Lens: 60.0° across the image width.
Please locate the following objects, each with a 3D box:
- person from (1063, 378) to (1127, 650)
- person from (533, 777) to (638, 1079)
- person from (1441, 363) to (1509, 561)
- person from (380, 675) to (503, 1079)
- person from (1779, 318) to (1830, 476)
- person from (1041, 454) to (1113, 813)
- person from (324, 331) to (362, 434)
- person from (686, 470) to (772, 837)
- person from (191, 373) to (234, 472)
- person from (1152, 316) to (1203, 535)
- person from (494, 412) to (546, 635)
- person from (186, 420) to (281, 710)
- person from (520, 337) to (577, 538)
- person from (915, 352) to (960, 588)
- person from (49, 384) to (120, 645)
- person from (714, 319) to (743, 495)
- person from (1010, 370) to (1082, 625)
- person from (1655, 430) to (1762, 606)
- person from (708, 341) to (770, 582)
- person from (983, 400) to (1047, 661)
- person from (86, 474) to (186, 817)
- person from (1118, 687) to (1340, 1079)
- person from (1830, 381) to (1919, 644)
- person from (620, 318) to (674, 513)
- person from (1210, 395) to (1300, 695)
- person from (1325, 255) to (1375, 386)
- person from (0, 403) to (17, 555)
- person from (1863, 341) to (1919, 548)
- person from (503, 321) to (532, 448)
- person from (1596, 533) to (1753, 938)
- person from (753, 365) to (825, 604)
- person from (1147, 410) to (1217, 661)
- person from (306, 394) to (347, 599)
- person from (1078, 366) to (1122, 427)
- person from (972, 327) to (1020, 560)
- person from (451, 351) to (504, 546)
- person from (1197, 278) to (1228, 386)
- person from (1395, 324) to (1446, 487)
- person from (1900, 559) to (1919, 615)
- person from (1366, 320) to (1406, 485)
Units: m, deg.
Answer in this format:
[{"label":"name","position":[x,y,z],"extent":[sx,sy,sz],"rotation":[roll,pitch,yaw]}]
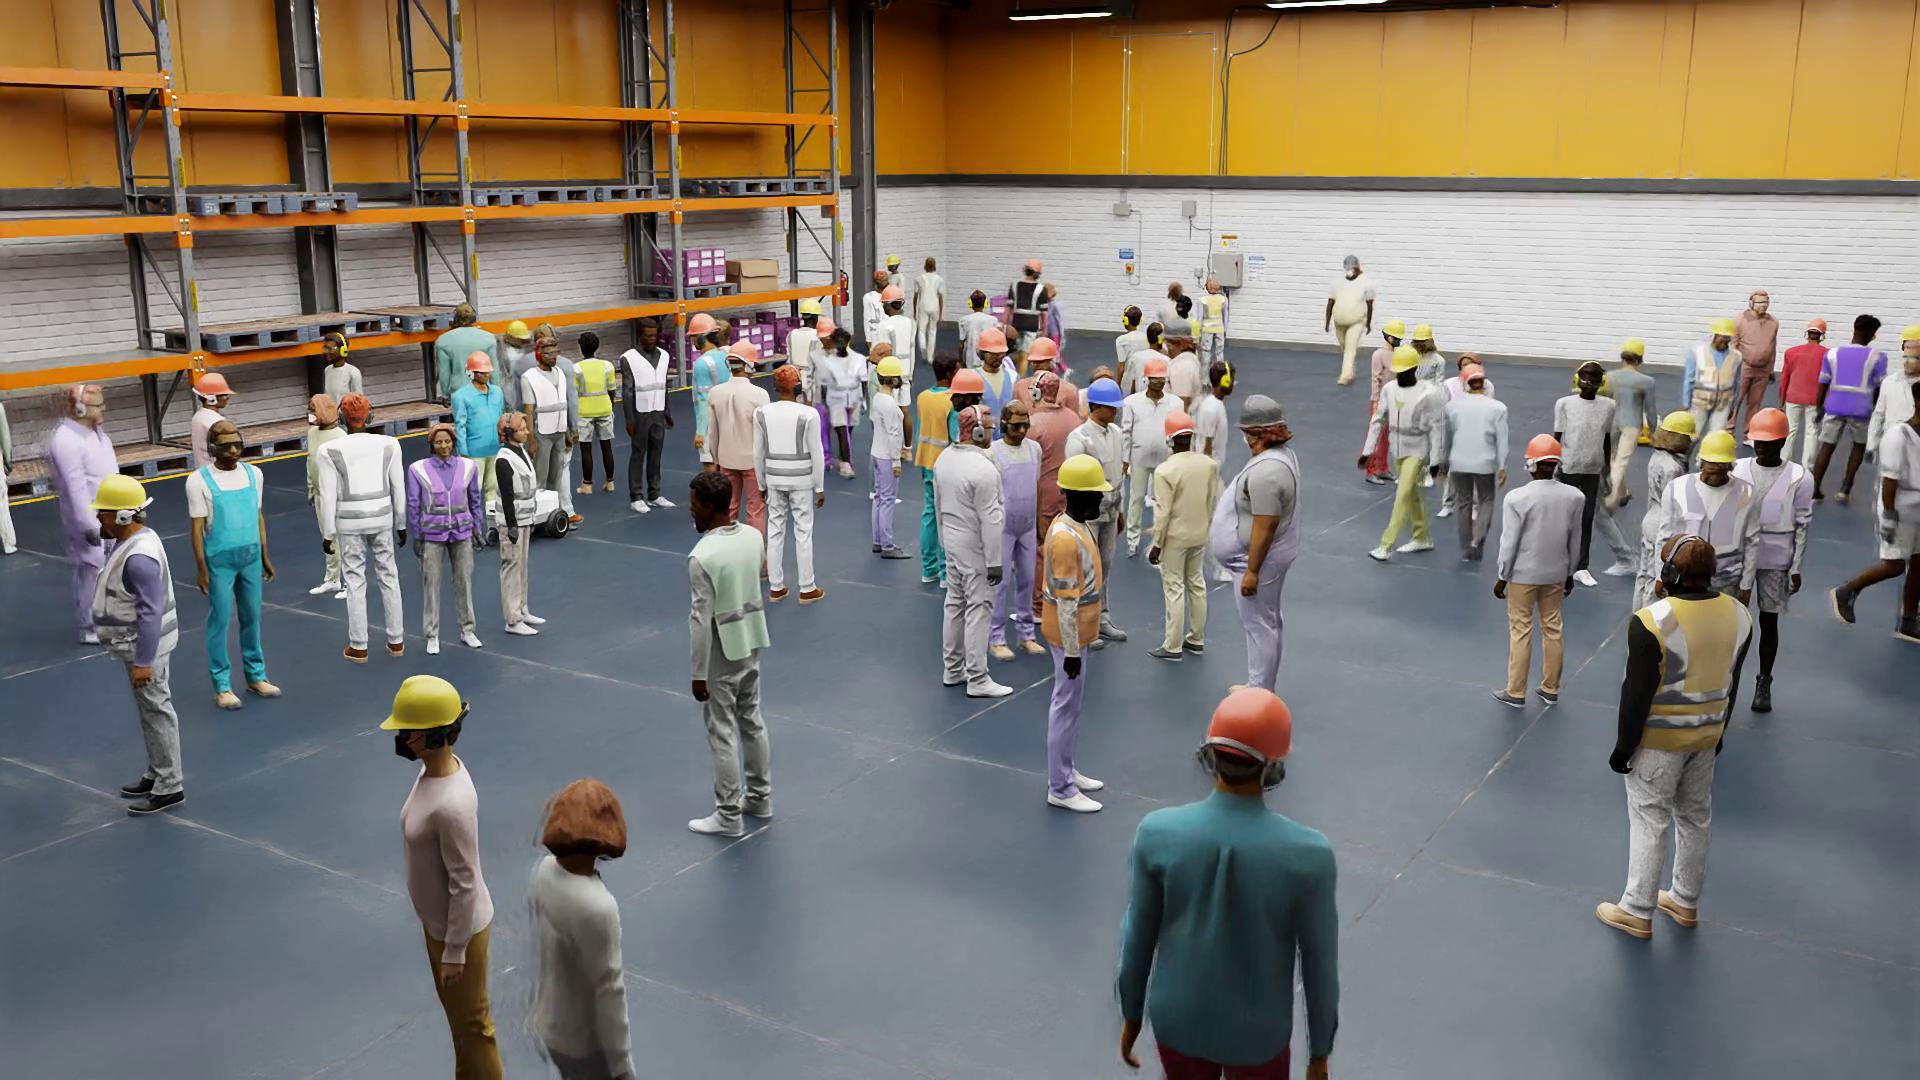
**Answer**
[{"label":"person","position":[0.978,-0.190,11.856],"extent":[0.417,1.940,0.607],"rotation":[11,17,39]},{"label":"person","position":[-1.231,1.531,5.116],"extent":[0.566,1.613,0.520],"rotation":[-8,15,-30]},{"label":"person","position":[4.451,-0.666,14.404],"extent":[0.579,1.720,0.383],"rotation":[7,15,26]},{"label":"person","position":[-1.769,1.313,5.715],"extent":[0.312,1.768,0.522],"rotation":[-6,14,-26]},{"label":"person","position":[9.287,-1.556,18.224],"extent":[0.576,1.737,0.355],"rotation":[9,15,33]},{"label":"person","position":[0.623,0.490,8.930],"extent":[0.366,1.926,0.593],"rotation":[2,13,7]},{"label":"person","position":[-5.778,-1.014,15.570],"extent":[0.518,1.876,0.326],"rotation":[8,15,31]},{"label":"person","position":[-1.187,0.585,8.562],"extent":[0.384,1.910,0.594],"rotation":[6,14,25]},{"label":"person","position":[-6.029,-0.487,13.546],"extent":[0.342,1.751,0.564],"rotation":[-10,16,-37]},{"label":"person","position":[1.964,-1.047,15.345],"extent":[0.535,2.000,0.686],"rotation":[2,13,11]},{"label":"person","position":[-3.260,-0.128,12.237],"extent":[0.310,1.642,0.514],"rotation":[0,13,-2]},{"label":"person","position":[-4.626,0.145,10.608],"extent":[0.345,1.845,0.505],"rotation":[9,16,34]},{"label":"person","position":[-3.826,-0.960,15.400],"extent":[0.372,1.843,0.571],"rotation":[6,14,24]},{"label":"person","position":[-0.149,-0.570,13.550],"extent":[0.399,1.918,0.589],"rotation":[-9,15,-33]},{"label":"person","position":[-6.160,-0.169,11.864],"extent":[0.429,1.894,0.651],"rotation":[0,13,-2]},{"label":"person","position":[-2.425,-1.337,17.034],"extent":[0.345,1.846,0.507],"rotation":[6,14,23]},{"label":"person","position":[0.621,-0.319,12.486],"extent":[0.408,1.909,0.642],"rotation":[11,17,40]},{"label":"person","position":[4.643,0.212,10.364],"extent":[0.593,1.825,0.403],"rotation":[5,14,22]},{"label":"person","position":[-1.775,-0.642,13.707],"extent":[0.611,1.988,0.391],"rotation":[6,14,25]},{"label":"person","position":[0.368,-0.066,11.557],"extent":[0.517,1.835,0.357],"rotation":[-9,16,-33]},{"label":"person","position":[-4.383,0.552,8.864],"extent":[0.403,1.835,0.588],"rotation":[-7,15,-28]},{"label":"person","position":[0.766,1.412,4.831],"extent":[0.651,1.969,0.645],"rotation":[5,14,21]},{"label":"person","position":[6.780,-0.225,12.007],"extent":[0.645,1.943,0.659],"rotation":[-7,15,-27]},{"label":"person","position":[-3.104,-1.245,16.478],"extent":[0.373,1.915,0.594],"rotation":[9,16,35]},{"label":"person","position":[1.832,0.095,10.393],"extent":[0.537,2.000,0.682],"rotation":[4,14,18]},{"label":"person","position":[6.043,-3.458,25.805],"extent":[0.694,2.000,1.022],"rotation":[9,16,33]},{"label":"person","position":[-8.551,-0.651,14.507],"extent":[0.524,1.639,0.306],"rotation":[-10,16,-36]},{"label":"person","position":[8.289,-0.809,14.665],"extent":[0.705,1.877,0.670],"rotation":[-7,15,-29]},{"label":"person","position":[-4.982,-1.580,18.403],"extent":[0.575,1.698,0.574],"rotation":[-3,13,-12]},{"label":"person","position":[3.176,0.875,7.451],"extent":[0.626,1.844,0.429],"rotation":[-5,14,-21]},{"label":"person","position":[-1.325,-0.431,13.022],"extent":[0.580,1.883,0.352],"rotation":[4,14,16]},{"label":"person","position":[1.523,-0.032,11.579],"extent":[0.561,1.750,0.331],"rotation":[-10,17,-38]},{"label":"person","position":[-5.007,-0.350,13.215],"extent":[0.501,1.633,0.276],"rotation":[8,15,33]},{"label":"person","position":[1.242,-0.810,15.260],"extent":[0.542,1.609,0.462],"rotation":[10,16,37]},{"label":"person","position":[0.273,-0.805,14.294],"extent":[0.610,2.043,0.397],"rotation":[-7,15,-29]},{"label":"person","position":[-4.308,-0.835,15.057],"extent":[0.329,1.750,0.573],"rotation":[8,15,31]},{"label":"person","position":[3.852,-3.171,25.435],"extent":[0.513,1.642,0.313],"rotation":[-3,13,-12]},{"label":"person","position":[4.886,-1.428,17.681],"extent":[0.483,1.736,0.342],"rotation":[9,16,34]},{"label":"person","position":[7.446,-0.394,12.613],"extent":[0.397,1.992,0.623],"rotation":[8,15,32]},{"label":"person","position":[4.595,-1.481,17.852],"extent":[0.524,1.759,0.328],"rotation":[-12,18,-43]}]
